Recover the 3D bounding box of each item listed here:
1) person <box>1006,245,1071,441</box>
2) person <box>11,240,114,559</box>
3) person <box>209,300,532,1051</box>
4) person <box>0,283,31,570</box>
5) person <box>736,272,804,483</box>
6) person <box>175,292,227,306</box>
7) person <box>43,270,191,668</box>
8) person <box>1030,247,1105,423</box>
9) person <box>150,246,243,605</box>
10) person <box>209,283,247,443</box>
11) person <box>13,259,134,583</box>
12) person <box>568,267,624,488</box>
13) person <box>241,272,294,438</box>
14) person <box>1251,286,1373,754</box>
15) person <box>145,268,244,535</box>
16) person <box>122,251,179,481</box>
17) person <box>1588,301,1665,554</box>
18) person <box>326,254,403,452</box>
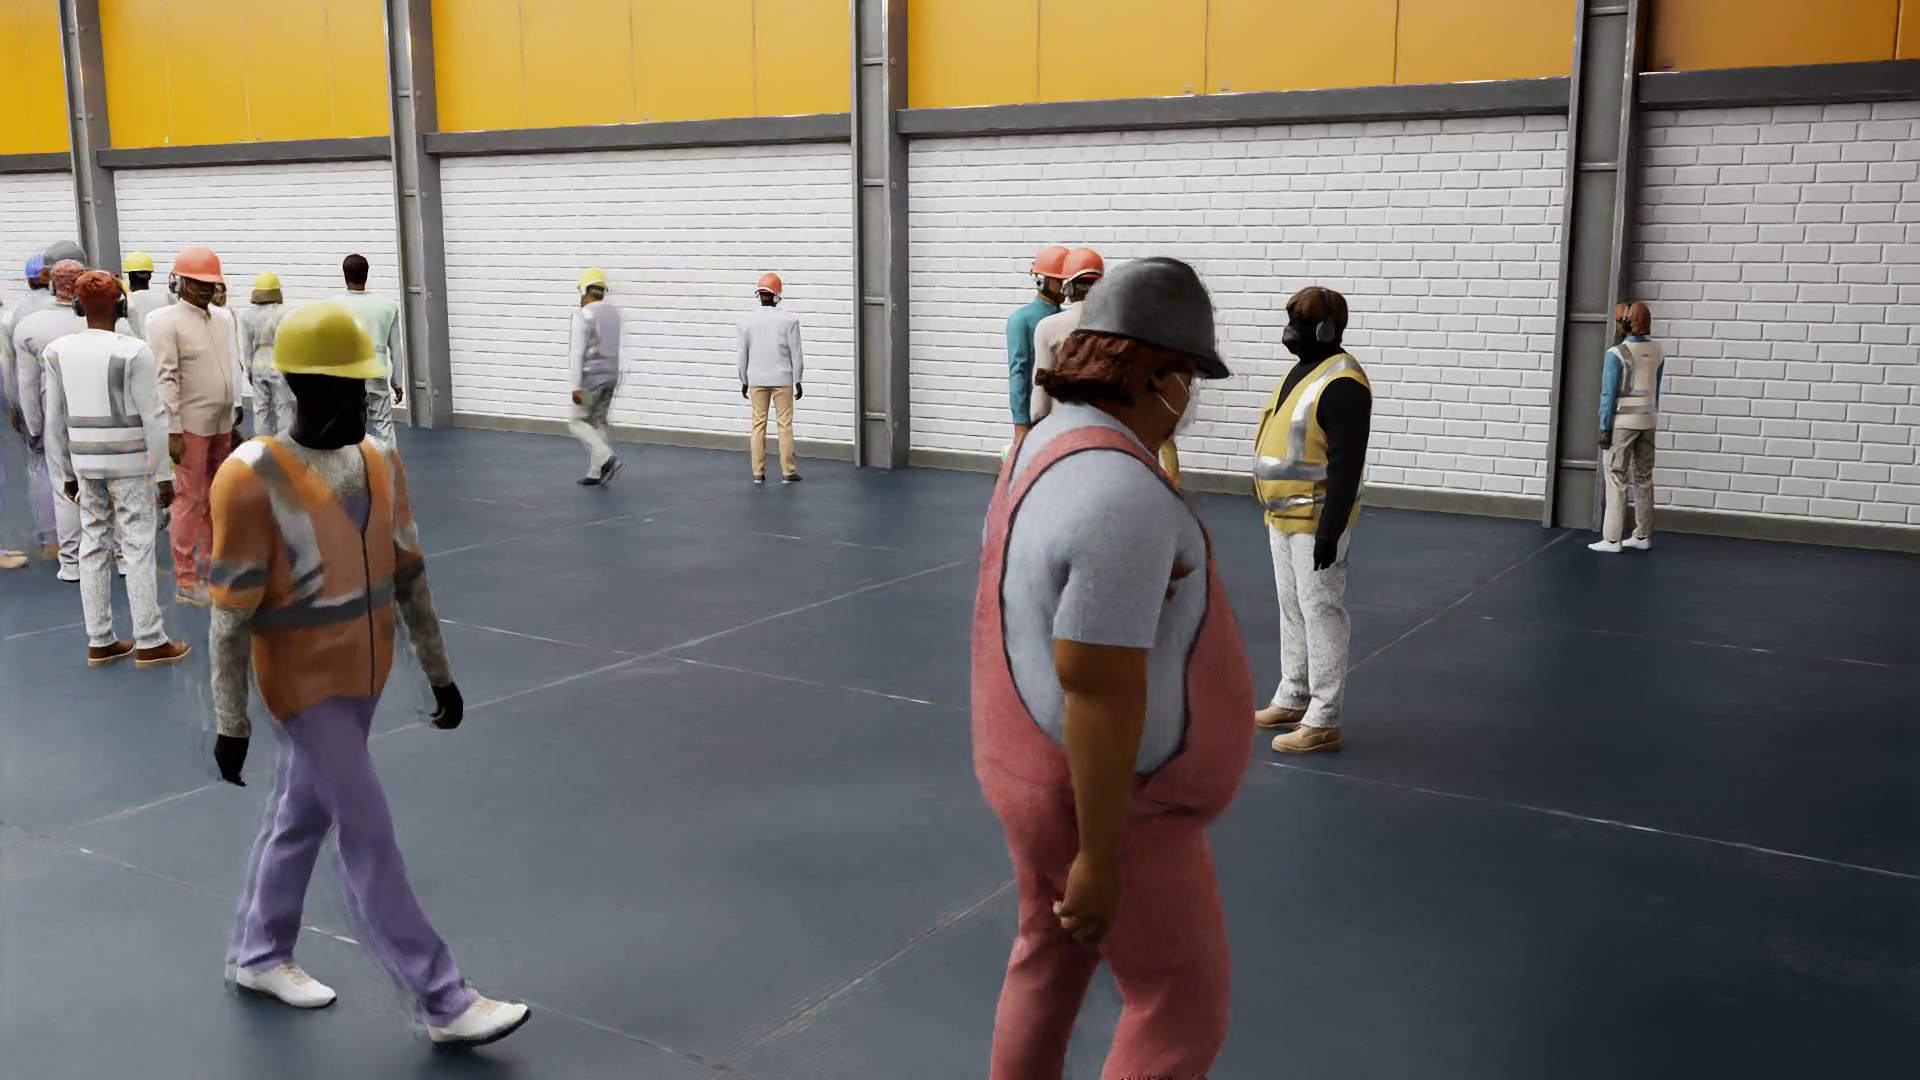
[{"bbox_3d":[0.513,-0.709,9.701,0.390,1.990,0.610,8,13,37],"label":"person"},{"bbox_3d":[-5.677,-0.901,10.621,0.697,2.000,0.542,3,11,16],"label":"person"},{"bbox_3d":[-1.532,0.342,4.189,0.977,1.870,0.610,3,11,18],"label":"person"},{"bbox_3d":[-5.983,-0.717,10.194,0.347,1.834,0.518,-7,12,-33],"label":"person"},{"bbox_3d":[-1.572,-1.347,13.886,0.563,1.753,0.327,2,10,9],"label":"person"},{"bbox_3d":[-7.808,-1.997,17.082,0.410,1.905,0.641,2,10,12],"label":"person"},{"bbox_3d":[-3.998,-0.325,7.883,0.587,1.882,0.358,2,10,11],"label":"person"},{"bbox_3d":[0.677,-0.599,9.124,0.621,1.984,0.428,-3,11,-16],"label":"person"},{"bbox_3d":[-4.236,-0.642,9.330,0.398,1.986,0.622,2,10,9],"label":"person"},{"bbox_3d":[-7.275,-1.729,16.322,0.305,1.639,0.522,5,11,24],"label":"person"},{"bbox_3d":[-5.207,-0.699,9.876,0.643,1.909,0.410,-6,12,-30],"label":"person"},{"bbox_3d":[-2.943,-1.300,13.494,0.470,1.806,0.601,5,12,27],"label":"person"},{"bbox_3d":[-6.063,-1.485,14.679,0.484,1.745,0.307,2,10,11],"label":"person"},{"bbox_3d":[1.379,-0.081,6.628,0.429,1.846,0.626,-2,10,-10],"label":"person"},{"bbox_3d":[-5.153,-0.935,11.252,0.575,1.883,0.355,-3,11,-16],"label":"person"},{"bbox_3d":[-6.736,-1.417,13.798,0.366,1.926,0.593,6,12,30],"label":"person"},{"bbox_3d":[4.331,-0.722,10.775,0.518,1.632,0.312,-5,11,-27],"label":"person"},{"bbox_3d":[-4.531,-1.205,12.646,0.597,1.916,0.371,-7,12,-34],"label":"person"}]
